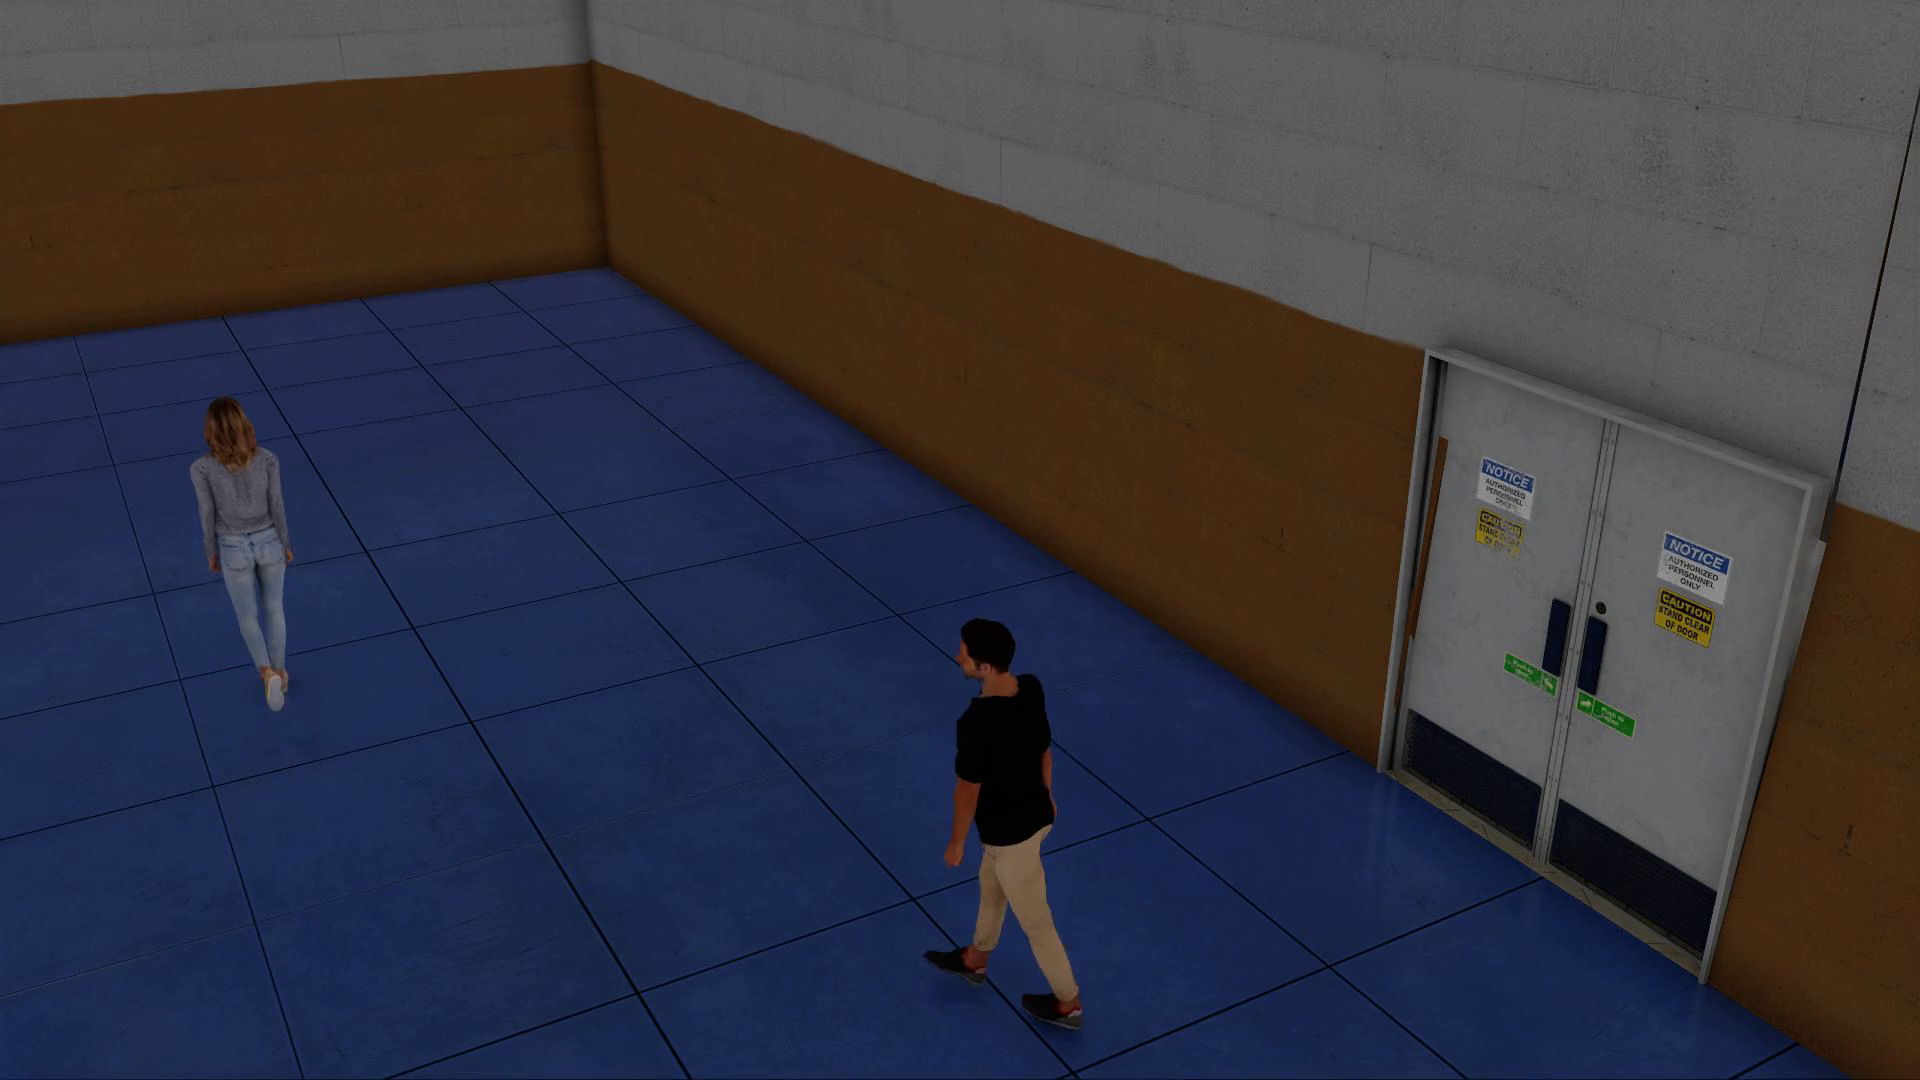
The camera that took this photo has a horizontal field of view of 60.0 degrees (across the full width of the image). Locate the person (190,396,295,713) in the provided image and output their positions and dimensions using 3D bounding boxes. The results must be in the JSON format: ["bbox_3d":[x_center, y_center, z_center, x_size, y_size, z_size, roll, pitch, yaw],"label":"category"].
[{"bbox_3d":[-3.831,0.109,9.009,0.924,1.780,0.689,-11,26,-24],"label":"person"}]

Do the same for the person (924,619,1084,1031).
[{"bbox_3d":[0.286,1.151,6.560,1.036,1.810,1.052,17,29,33],"label":"person"}]
